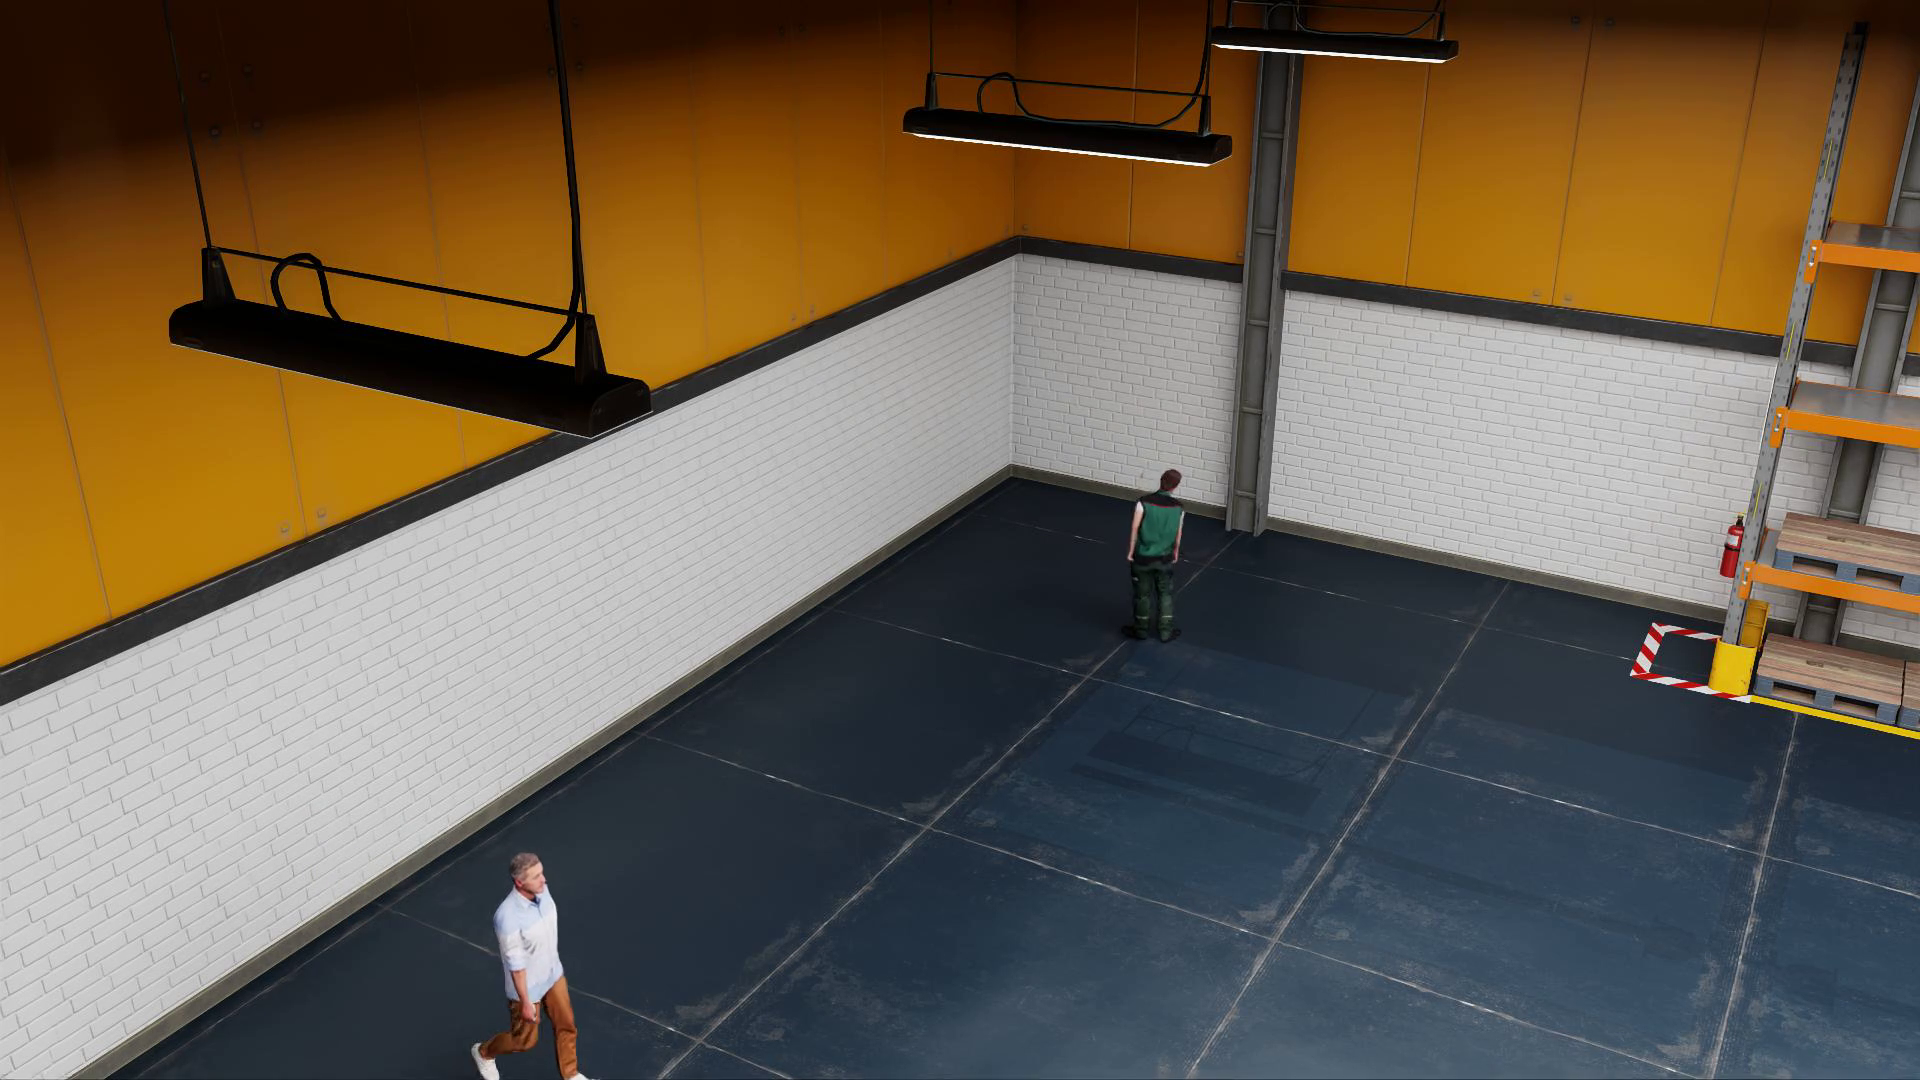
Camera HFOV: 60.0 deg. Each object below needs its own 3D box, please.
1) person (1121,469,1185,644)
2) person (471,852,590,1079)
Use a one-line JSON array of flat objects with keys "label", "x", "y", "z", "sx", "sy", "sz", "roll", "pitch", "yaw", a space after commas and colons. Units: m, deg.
[{"label": "person", "x": 1.868, "y": 0.160, "z": 16.428, "sx": 0.789, "sy": 1.810, "sz": 0.897, "roll": -9, "pitch": 25, "yaw": -20}, {"label": "person", "x": -2.762, "y": 2.761, "z": 10.490, "sx": 1.105, "sy": 1.801, "sz": 0.772, "roll": 9, "pitch": 25, "yaw": 19}]
